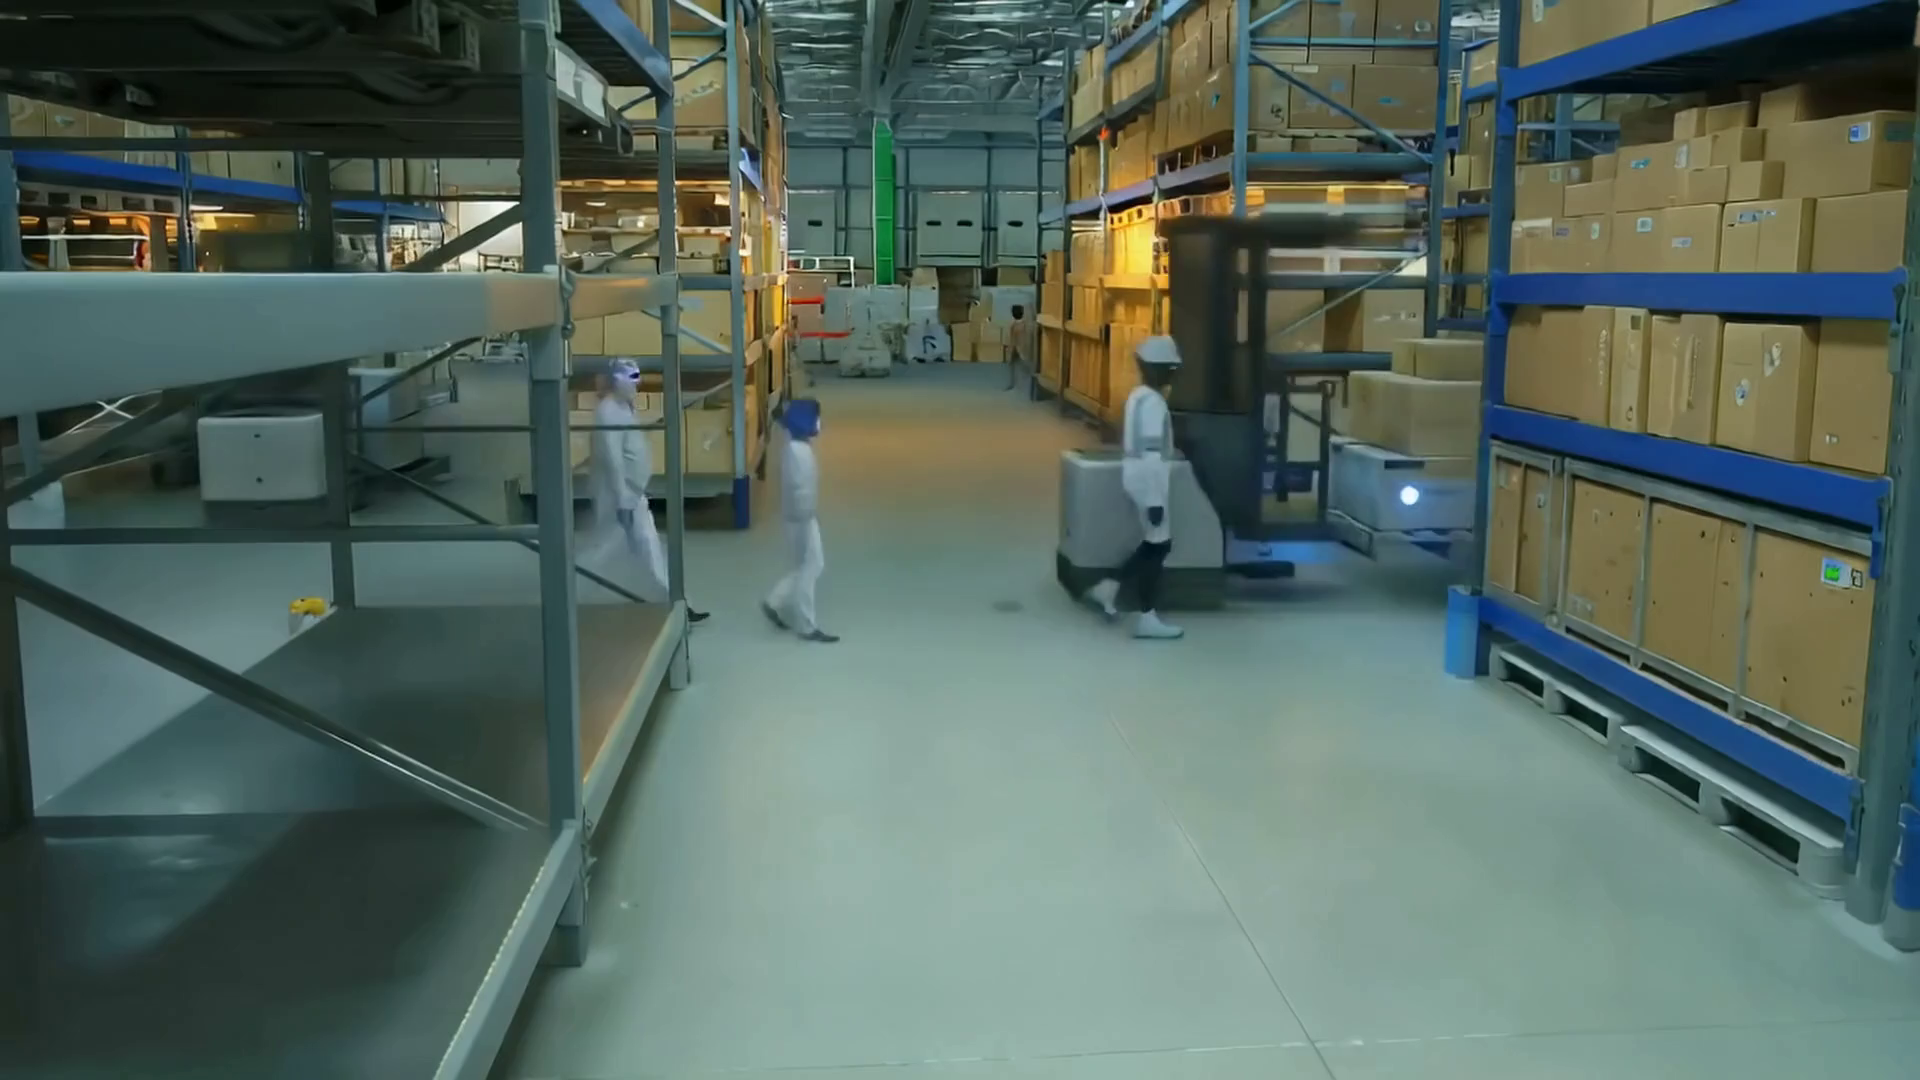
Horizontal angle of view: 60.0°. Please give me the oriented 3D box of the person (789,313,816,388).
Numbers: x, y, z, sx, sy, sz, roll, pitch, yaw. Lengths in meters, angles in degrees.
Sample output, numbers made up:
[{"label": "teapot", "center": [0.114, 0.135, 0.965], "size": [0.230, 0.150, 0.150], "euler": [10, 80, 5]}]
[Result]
[{"label": "person", "center": [-3.483, -4.038, 35.485], "size": [0.829, 1.603, 0.528], "euler": [2, 9, 14]}]

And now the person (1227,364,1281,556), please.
[{"label": "person", "center": [2.494, -0.703, 14.250], "size": [0.539, 1.696, 0.317], "euler": [2, 9, 13]}]

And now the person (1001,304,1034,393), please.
[{"label": "person", "center": [1.272, -3.919, 34.079], "size": [0.786, 1.816, 0.632], "euler": [-1, 9, -6]}]

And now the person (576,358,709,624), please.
[{"label": "person", "center": [-2.273, -0.300, 11.239], "size": [1.019, 1.852, 0.667], "euler": [1, 9, 4]}]

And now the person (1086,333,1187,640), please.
[{"label": "person", "center": [1.199, -0.340, 10.923], "size": [0.559, 2.032, 0.616], "euler": [-1, 9, -4]}]

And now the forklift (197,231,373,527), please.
[{"label": "forklift", "center": [-6.622, -1.605, 16.209], "size": [1.129, 2.768, 1.873], "euler": [-1, 9, -4]}]

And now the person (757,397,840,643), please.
[{"label": "person", "center": [-1.049, -0.123, 10.821], "size": [0.456, 1.620, 0.525], "euler": [-1, 9, -4]}]

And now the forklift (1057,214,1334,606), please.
[{"label": "forklift", "center": [1.715, -0.974, 12.249], "size": [1.873, 2.768, 1.129], "euler": [-1, 9, -5]}]
